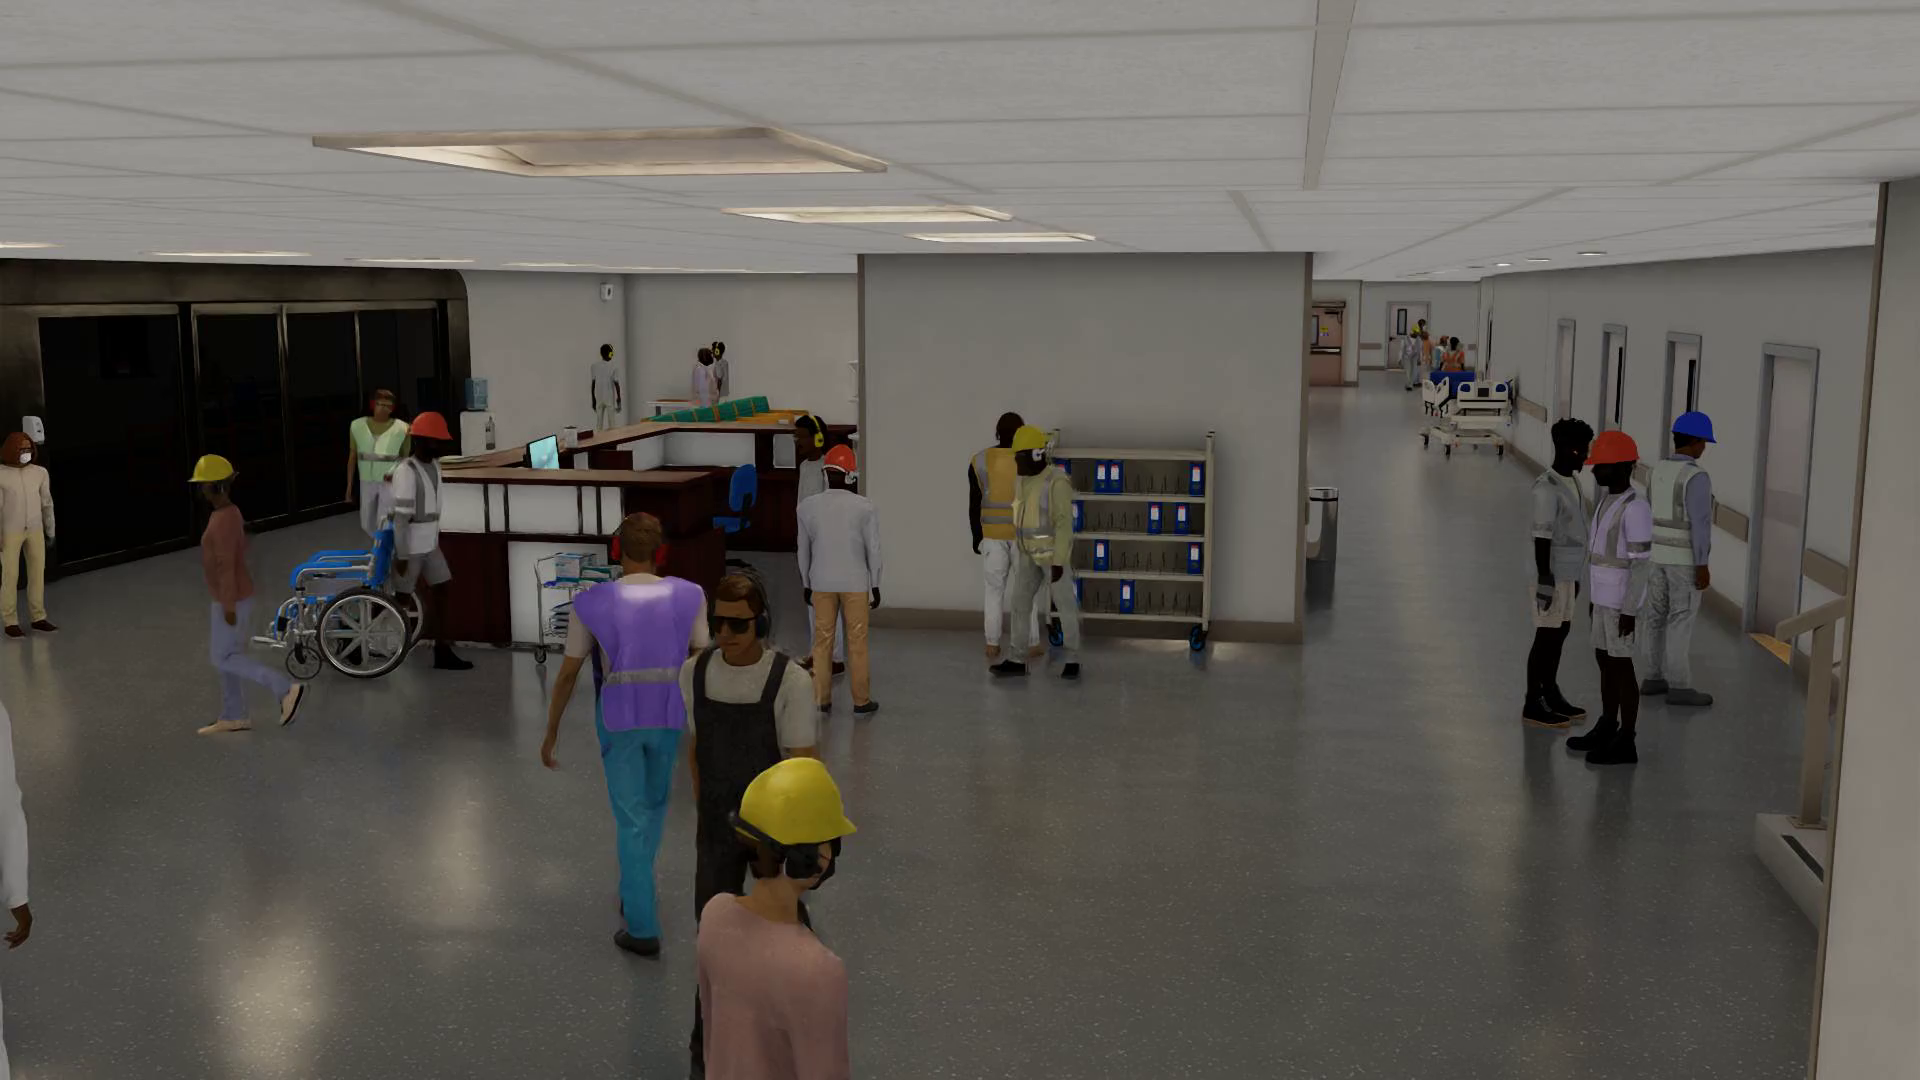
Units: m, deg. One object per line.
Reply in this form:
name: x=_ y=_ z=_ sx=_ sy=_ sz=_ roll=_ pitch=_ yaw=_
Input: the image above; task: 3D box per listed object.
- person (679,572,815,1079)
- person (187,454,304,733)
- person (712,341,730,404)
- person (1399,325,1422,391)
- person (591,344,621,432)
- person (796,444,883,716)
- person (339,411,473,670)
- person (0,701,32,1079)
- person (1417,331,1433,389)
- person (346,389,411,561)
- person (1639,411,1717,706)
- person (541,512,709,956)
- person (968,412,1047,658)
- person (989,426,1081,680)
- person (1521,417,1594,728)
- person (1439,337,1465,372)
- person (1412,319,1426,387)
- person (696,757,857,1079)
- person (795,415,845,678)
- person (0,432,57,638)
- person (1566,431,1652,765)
person: x=-0.715 y=0.982 z=5.796 sx=0.523 sy=1.799 sz=0.971 roll=2 pitch=9 yaw=14
person: x=-4.407 y=0.344 z=10.189 sx=0.549 sy=1.755 sz=0.529 roll=-3 pitch=9 yaw=-18
person: x=-4.052 y=-2.403 z=27.992 sx=0.328 sy=1.872 sz=0.509 roll=1 pitch=9 yaw=5
person: x=12.238 y=-4.945 z=45.165 sx=0.614 sy=1.788 sz=0.825 roll=-1 pitch=9 yaw=-3
person: x=-5.778 y=-2.268 z=27.149 sx=0.521 sy=1.861 sz=0.332 roll=2 pitch=9 yaw=13
person: x=-0.763 y=0.260 z=10.703 sx=0.559 sy=1.752 sz=0.325 roll=2 pitch=9 yaw=11
person: x=-4.001 y=0.017 z=11.908 sx=0.881 sy=1.900 sz=0.559 roll=2 pitch=9 yaw=11
person: x=-3.060 y=1.071 z=4.888 sx=0.584 sy=1.882 sz=0.337 roll=-4 pitch=9 yaw=-25
person: x=12.786 y=-4.923 z=45.609 sx=0.512 sy=1.613 sz=0.713 roll=-3 pitch=9 yaw=-20
person: x=-5.488 y=-0.538 z=15.806 sx=0.606 sy=1.813 sz=0.715 roll=0 pitch=9 yaw=-1
person: x=4.775 y=0.118 z=11.029 sx=0.403 sy=1.940 sz=0.602 roll=-1 pitch=9 yaw=-10
person: x=-1.410 y=0.785 z=7.045 sx=0.722 sy=1.794 sz=0.869 roll=-4 pitch=9 yaw=-25
person: x=0.380 y=-0.032 z=12.378 sx=0.621 sy=1.838 sz=0.429 roll=2 pitch=9 yaw=12
person: x=0.577 y=0.098 z=11.678 sx=0.624 sy=1.795 sz=0.602 roll=-7 pitch=11 yaw=-37
person: x=3.749 y=0.201 z=10.441 sx=0.383 sy=1.953 sz=0.617 roll=6 pitch=10 yaw=35
person: x=11.262 y=-3.825 z=38.171 sx=0.577 sy=1.635 sz=0.868 roll=8 pitch=12 yaw=44
person: x=12.893 y=-5.249 z=46.702 sx=0.375 sy=1.929 sz=0.635 roll=4 pitch=10 yaw=27
person: x=-0.378 y=1.334 z=3.591 sx=0.371 sy=1.754 sz=0.525 roll=-7 pitch=11 yaw=-38
person: x=-1.016 y=0.042 z=11.806 sx=0.324 sy=1.862 sz=0.512 roll=-5 pitch=10 yaw=-32
person: x=-7.424 y=-0.048 z=13.188 sx=0.291 sy=1.627 sz=0.508 roll=5 pitch=10 yaw=31
person: x=3.761 y=0.332 z=9.630 sx=0.377 sy=1.932 sz=0.552 roll=0 pitch=9 yaw=1
